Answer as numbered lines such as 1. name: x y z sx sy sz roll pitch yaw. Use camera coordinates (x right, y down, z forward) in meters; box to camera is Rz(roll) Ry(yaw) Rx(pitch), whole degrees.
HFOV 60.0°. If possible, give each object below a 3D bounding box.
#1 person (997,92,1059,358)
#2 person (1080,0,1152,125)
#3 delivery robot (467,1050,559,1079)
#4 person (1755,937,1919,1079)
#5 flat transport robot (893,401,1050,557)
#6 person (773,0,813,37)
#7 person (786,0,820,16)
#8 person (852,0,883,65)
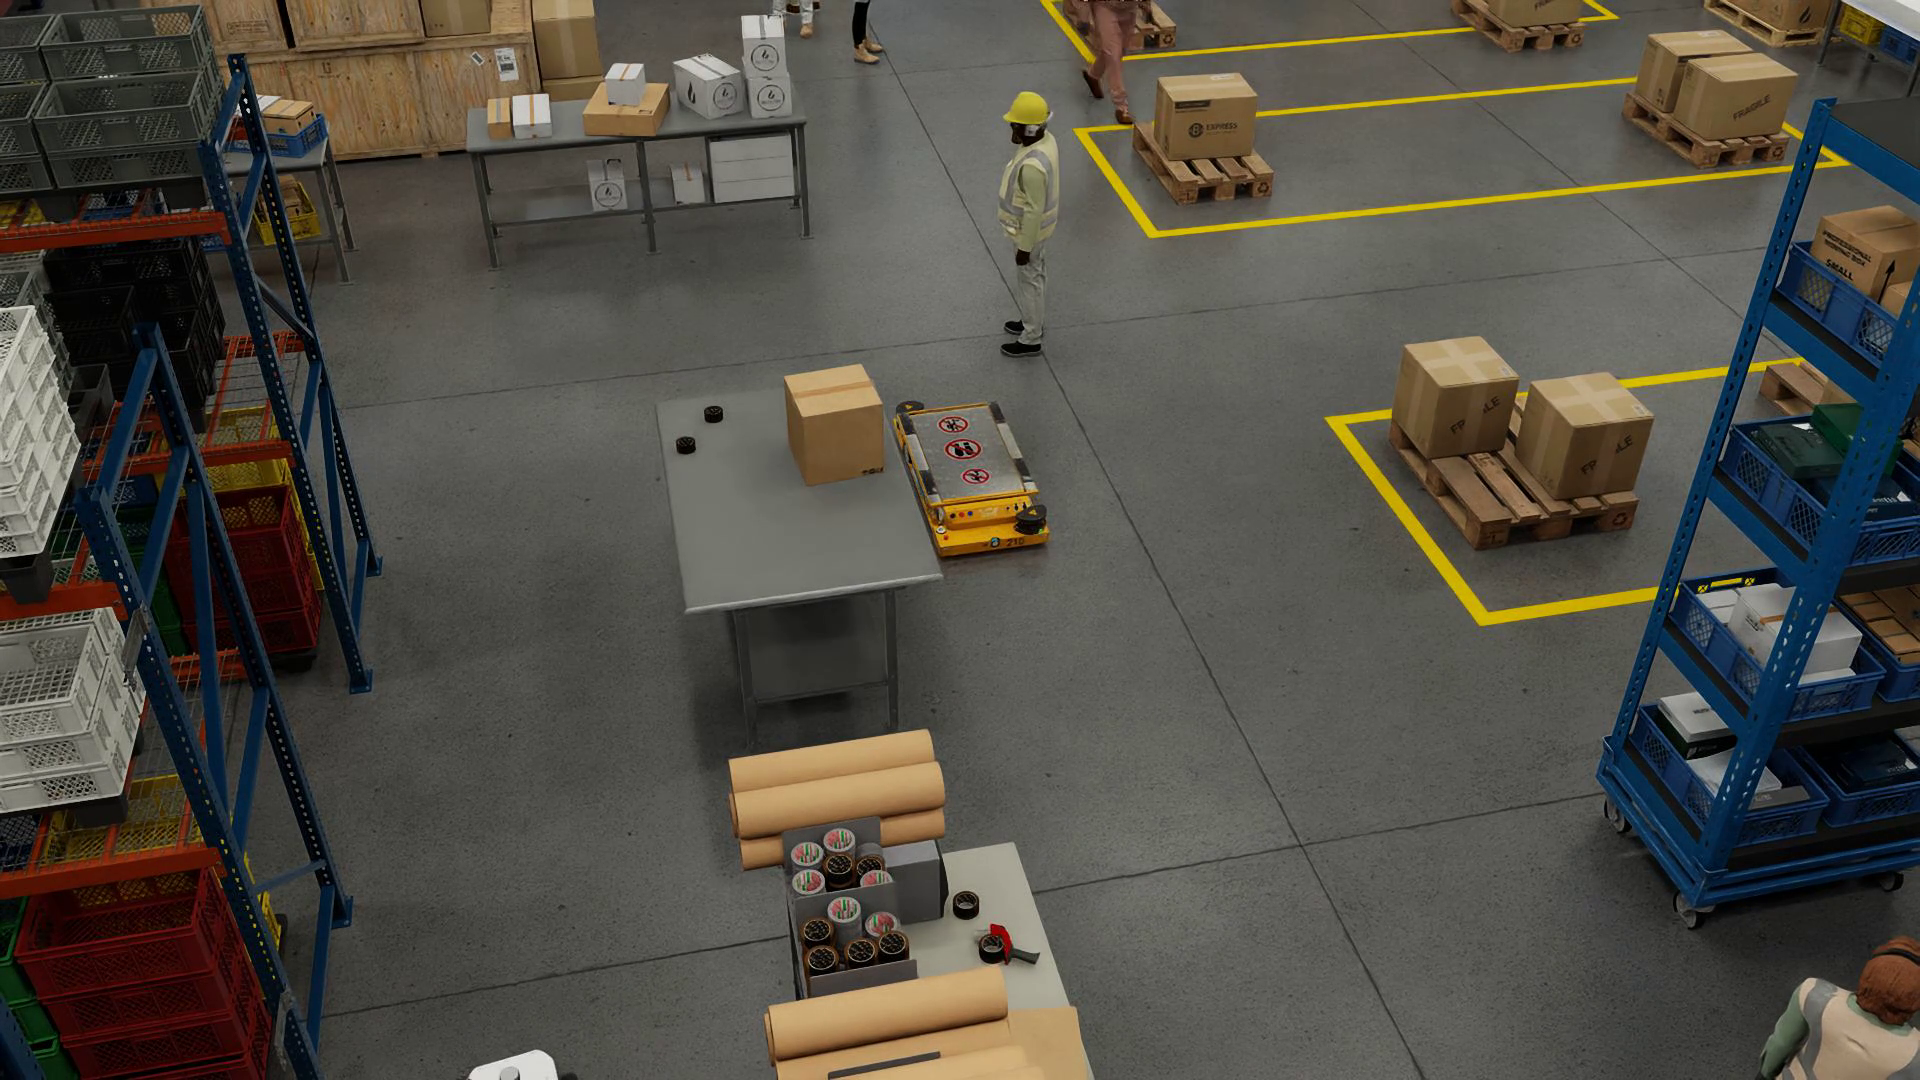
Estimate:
1. person: 0.447 -2.092 11.044 0.404 1.829 0.600 5 37 6
2. person: 1.329 -4.618 14.410 0.675 1.876 0.870 -18 40 -23
3. delivery robot: -1.619 2.264 6.176 0.477 0.478 0.707 -12 38 -16
4. person: 2.989 1.982 5.736 0.518 1.632 0.314 30 46 34
5. flat transport robot: 0.046 -0.430 10.108 0.652 0.197 1.431 -8 37 -10
6. person: -1.681 -5.771 15.986 0.628 1.841 0.429 11 38 14
7. person: -1.631 -6.179 16.506 0.536 1.869 0.312 -19 41 -23
8. person: -0.880 -5.330 15.507 0.320 1.695 0.537 4 37 6
